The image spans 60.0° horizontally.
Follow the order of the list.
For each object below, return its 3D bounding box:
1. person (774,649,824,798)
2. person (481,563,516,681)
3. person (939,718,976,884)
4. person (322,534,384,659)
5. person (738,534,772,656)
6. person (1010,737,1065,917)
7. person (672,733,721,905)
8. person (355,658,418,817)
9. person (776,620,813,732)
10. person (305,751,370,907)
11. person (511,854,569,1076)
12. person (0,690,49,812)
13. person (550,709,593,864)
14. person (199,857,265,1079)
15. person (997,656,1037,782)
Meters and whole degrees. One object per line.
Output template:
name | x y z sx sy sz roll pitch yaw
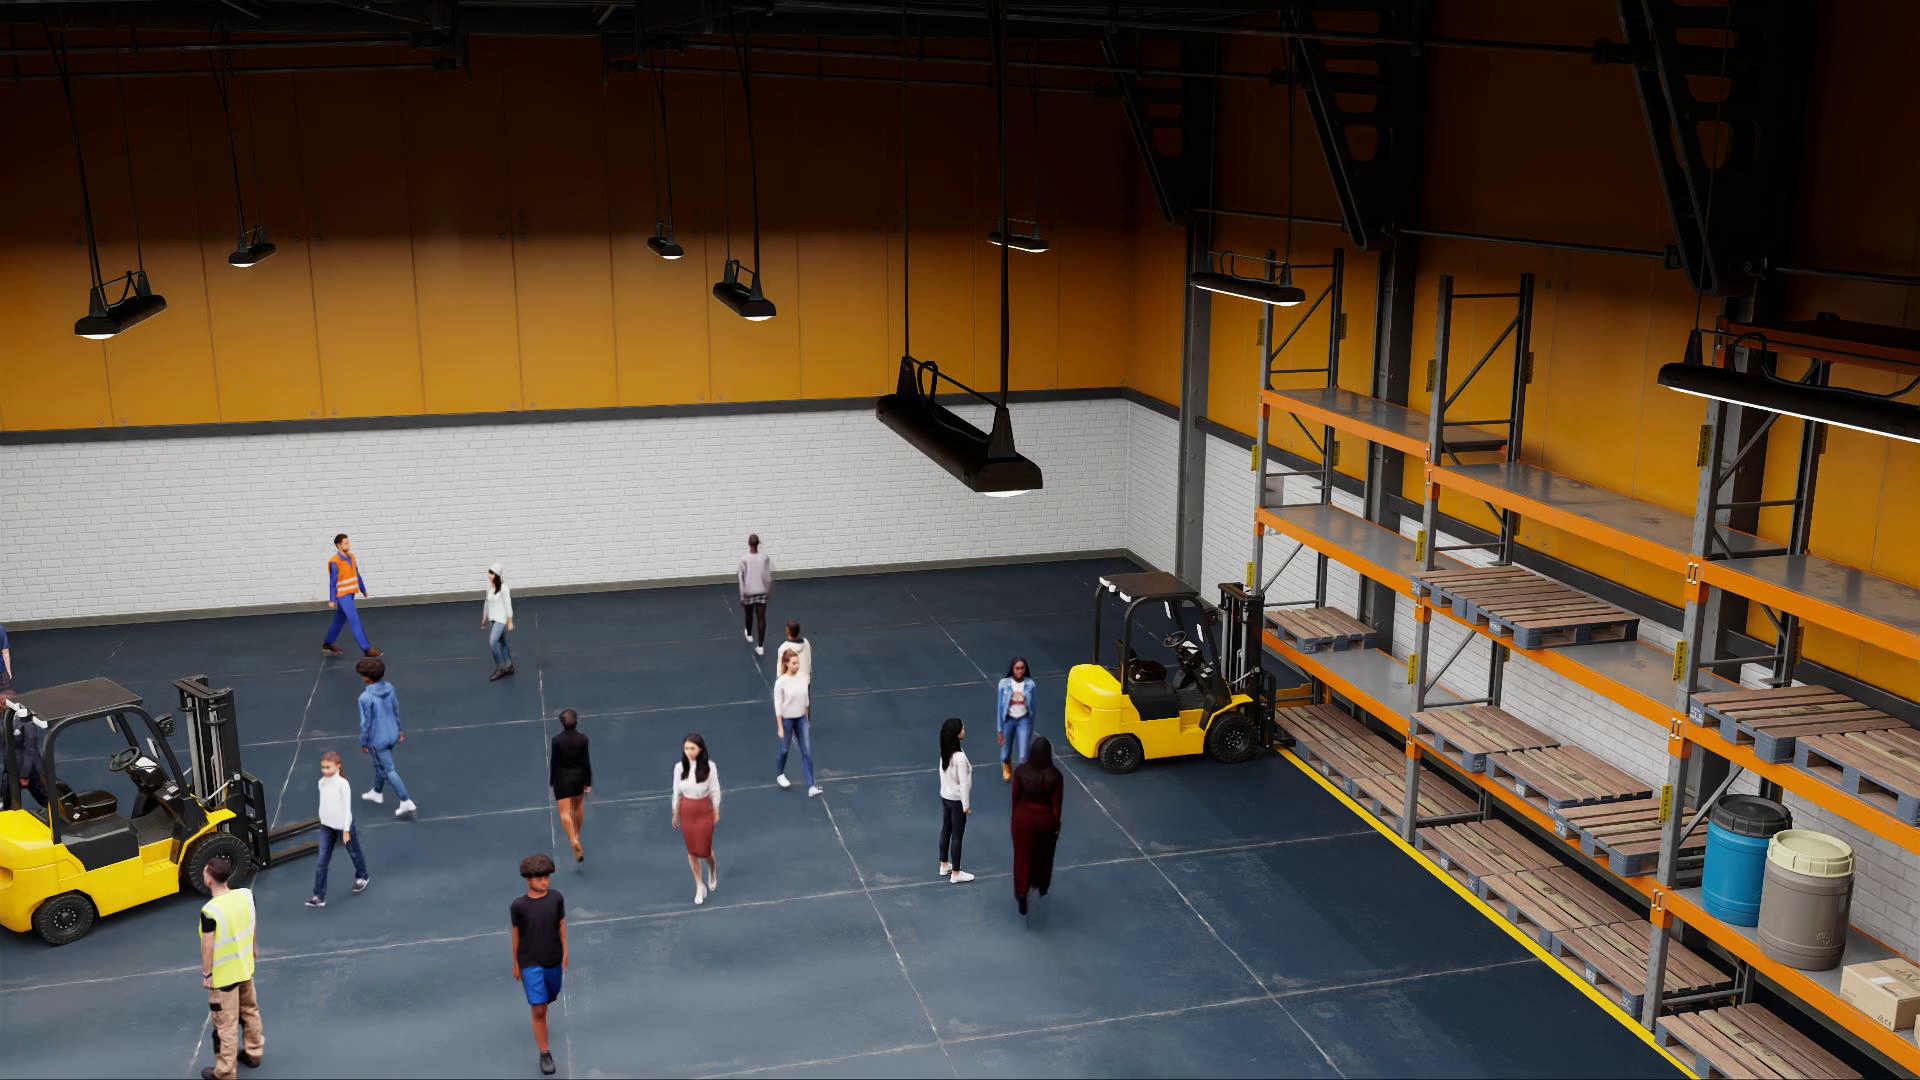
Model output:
person | -1.961 2.081 18.965 0.876 1.671 1.178 -9 16 -32
person | -6.343 1.105 23.080 0.746 1.630 0.797 12 18 42
person | -0.062 2.599 16.765 0.718 1.700 0.554 -7 15 -27
person | -8.886 0.823 23.840 1.145 1.820 1.284 2 14 9
person | -2.940 0.814 24.071 0.655 1.730 1.116 -4 14 -16
person | 0.714 2.773 15.976 0.901 1.732 1.131 1 14 4
person | -2.551 2.700 16.268 0.726 1.738 0.769 3 14 10
person | -6.306 2.190 18.310 1.197 1.768 1.185 6 15 25
person | -2.026 1.736 20.864 0.661 1.448 0.620 -8 16 -30
person | -6.054 2.795 16.354 0.882 1.512 1.132 3 14 13
person | -3.415 3.358 13.479 0.750 1.770 1.159 -7 15 -26
person | -9.701 2.410 17.368 1.118 1.783 1.298 4 14 17
person | -3.996 2.555 17.118 0.701 1.618 1.040 -7 15 -26
person | -5.795 3.392 13.188 0.912 1.841 0.835 5 14 20
person | 0.614 2.109 18.813 0.750 1.688 1.087 -1 14 -3
